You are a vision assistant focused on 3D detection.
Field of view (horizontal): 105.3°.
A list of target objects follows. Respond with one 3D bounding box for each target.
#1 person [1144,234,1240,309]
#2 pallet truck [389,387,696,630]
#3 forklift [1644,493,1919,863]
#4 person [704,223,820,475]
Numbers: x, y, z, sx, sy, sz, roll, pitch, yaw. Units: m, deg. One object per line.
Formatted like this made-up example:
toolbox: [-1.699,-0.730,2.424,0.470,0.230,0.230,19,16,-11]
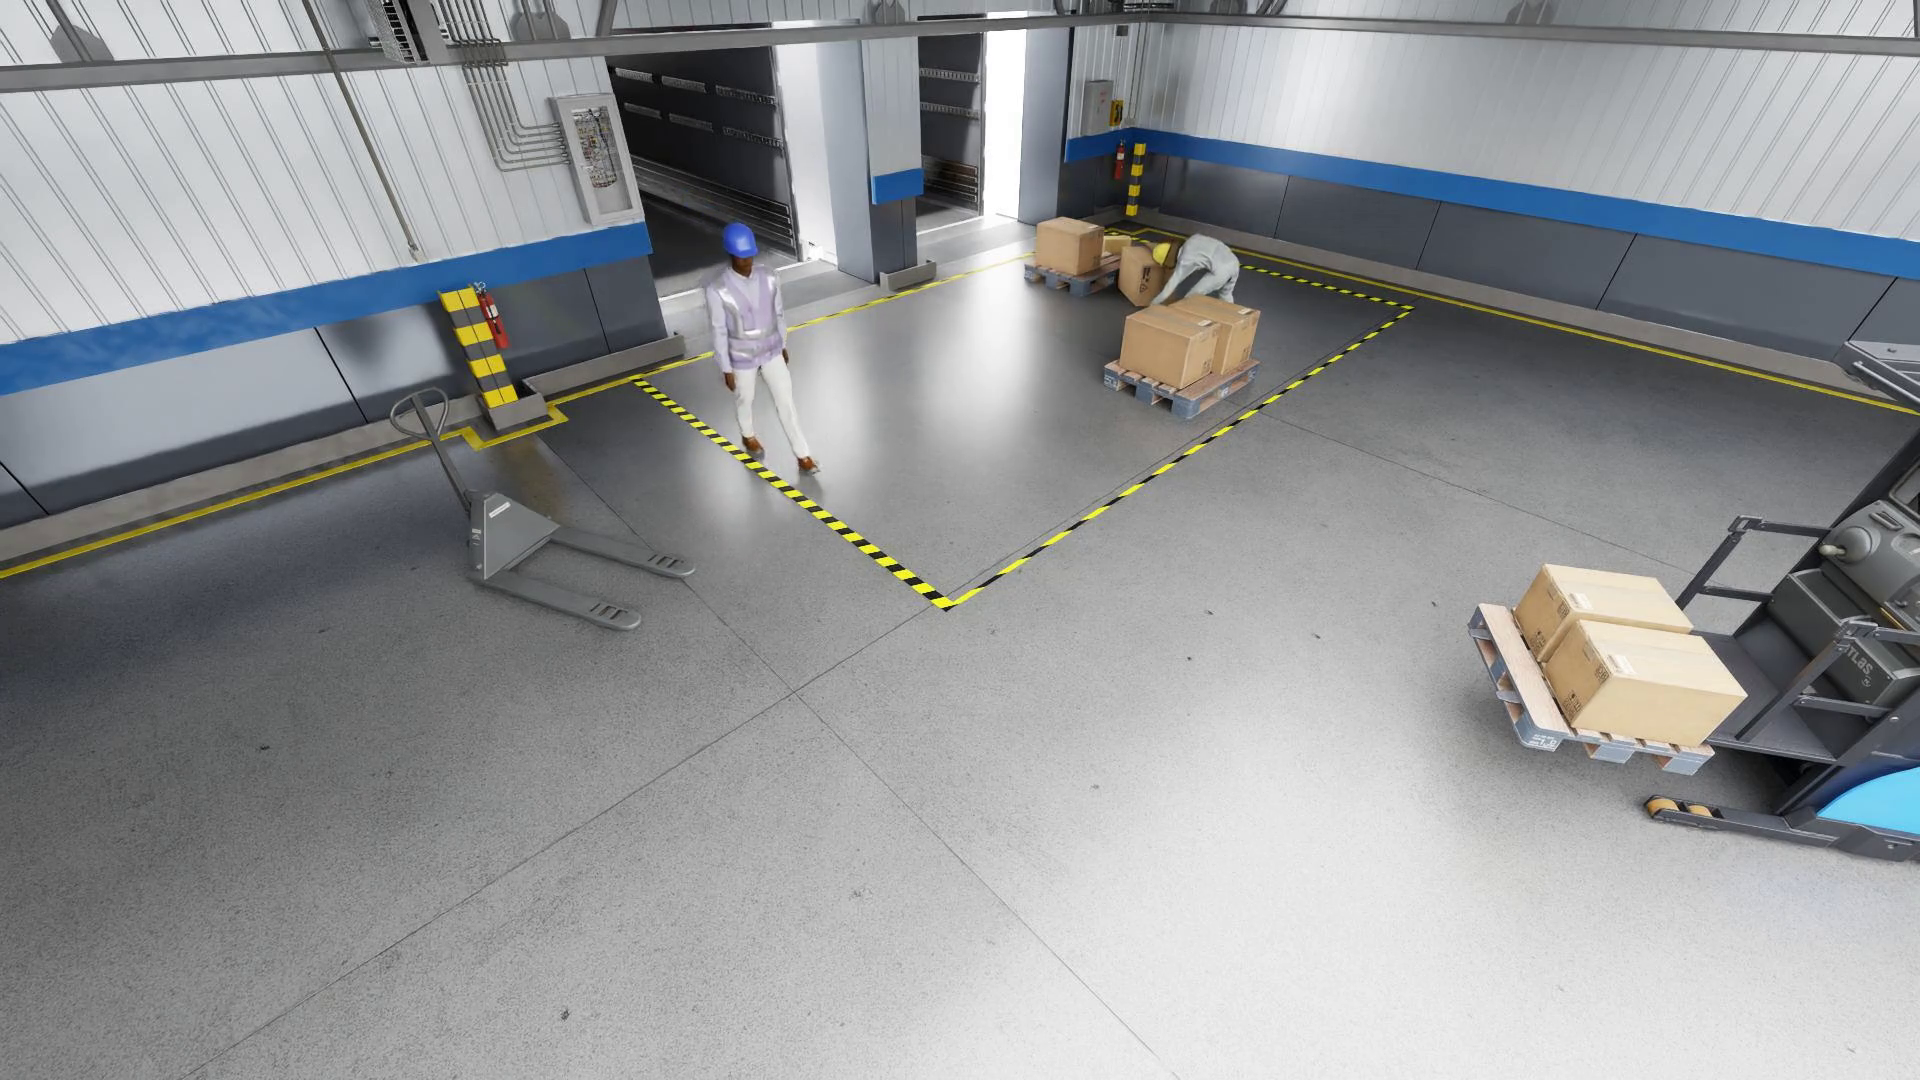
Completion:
person: [2.561,-2.694,7.878,0.846,1.106,0.765,-17,41,-21]
pallet truck: [-2.613,-0.247,4.593,1.601,1.201,0.680,14,40,17]
forklift: [4.217,0.450,3.037,0.776,2.013,0.716,8,38,11]
person: [-1.515,-1.382,5.525,0.649,1.893,0.999,-27,45,-30]
